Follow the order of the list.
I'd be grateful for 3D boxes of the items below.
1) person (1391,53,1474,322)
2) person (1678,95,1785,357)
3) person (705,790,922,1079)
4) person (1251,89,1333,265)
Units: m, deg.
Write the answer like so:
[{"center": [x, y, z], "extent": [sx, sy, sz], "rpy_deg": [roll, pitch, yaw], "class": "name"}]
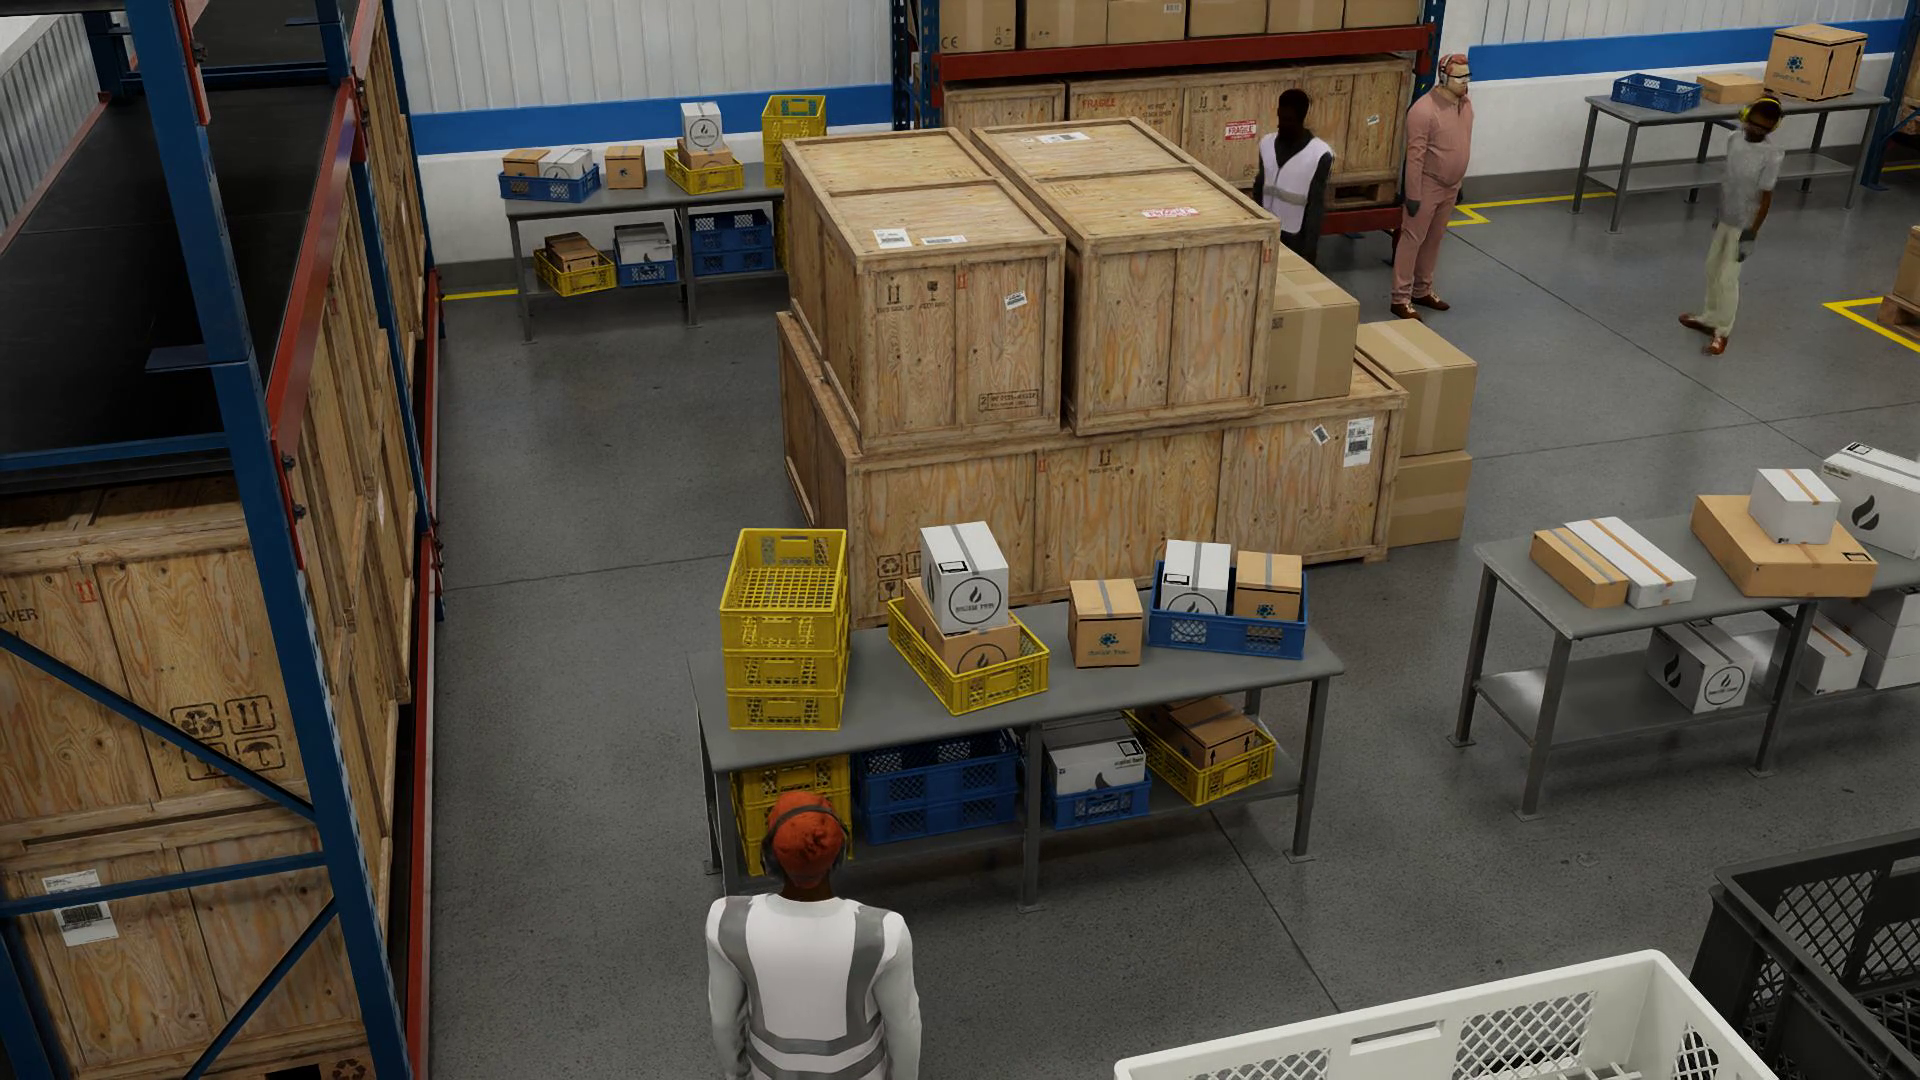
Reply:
[{"center": [3.450, -2.550, 12.033], "extent": [0.637, 1.911, 0.403], "rpy_deg": [-22, 36, -34], "class": "person"}, {"center": [5.322, -2.192, 11.468], "extent": [0.433, 1.828, 0.687], "rpy_deg": [-6, 29, -11], "class": "person"}, {"center": [-0.394, 1.497, 4.712], "extent": [0.583, 1.883, 0.350], "rpy_deg": [2, 29, 4], "class": "person"}, {"center": [2.177, -2.077, 11.173], "extent": [0.468, 1.906, 0.626], "rpy_deg": [-20, 35, -32], "class": "person"}]
